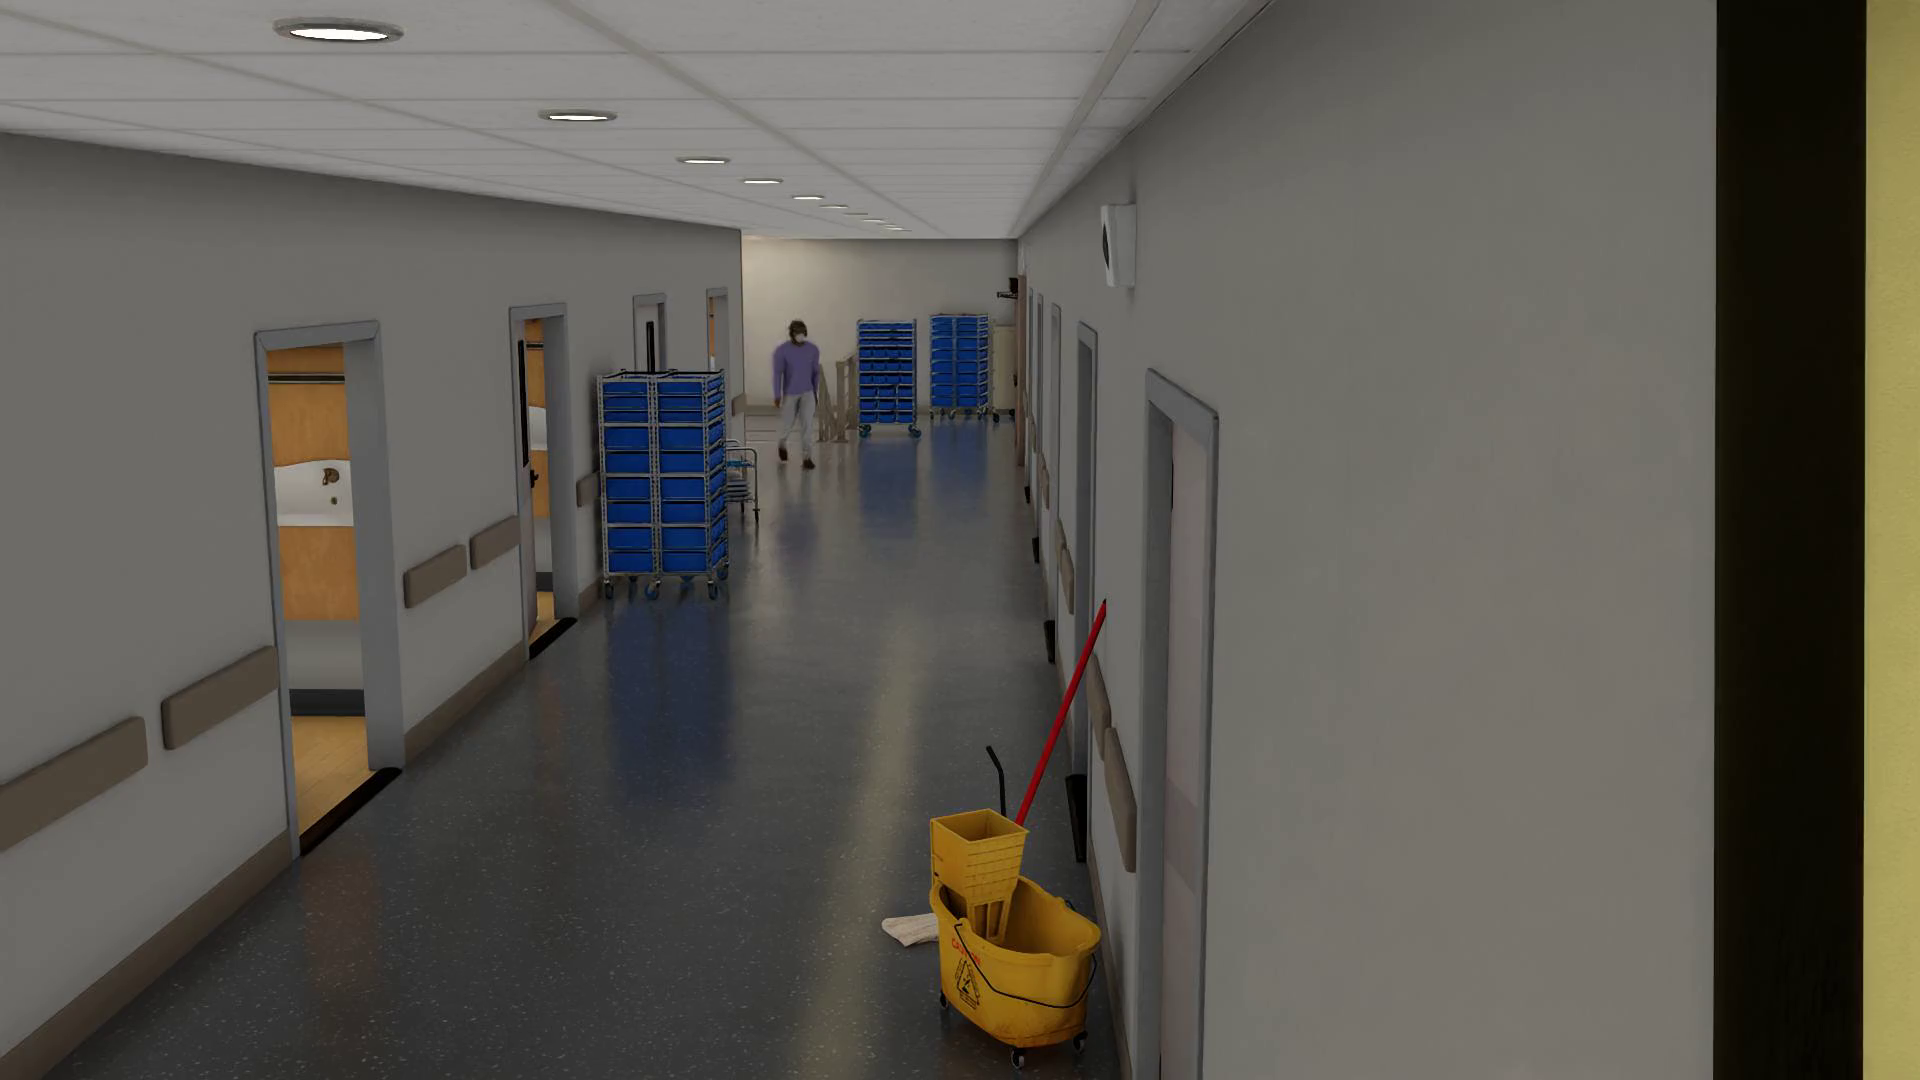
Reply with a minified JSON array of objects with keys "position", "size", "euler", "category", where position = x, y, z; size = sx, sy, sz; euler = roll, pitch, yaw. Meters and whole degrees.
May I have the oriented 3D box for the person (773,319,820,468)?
[{"position":[-2.133,-1.897,21.450],"size":[0.638,1.914,0.852],"euler":[-4,10,-24],"category":"person"}]
